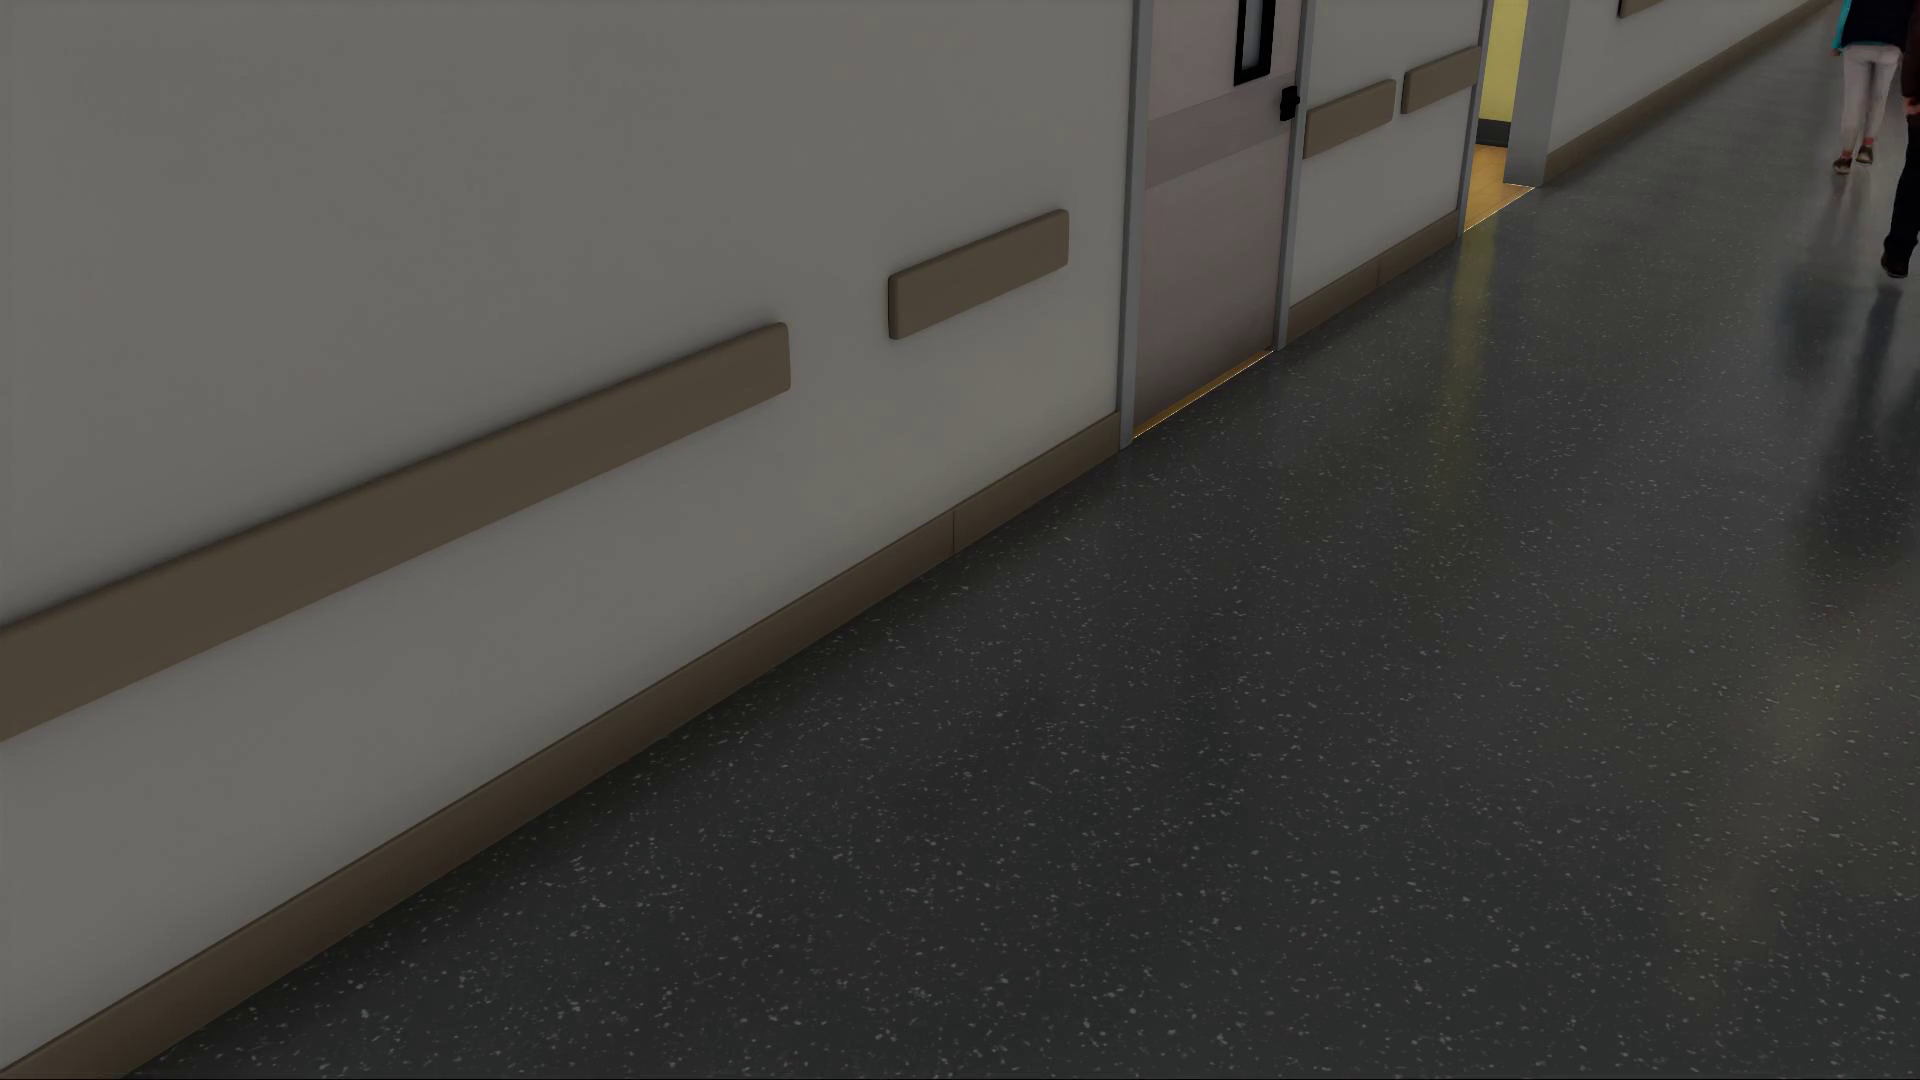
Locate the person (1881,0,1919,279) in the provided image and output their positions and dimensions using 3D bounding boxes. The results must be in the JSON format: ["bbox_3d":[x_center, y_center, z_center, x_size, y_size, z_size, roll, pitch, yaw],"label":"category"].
[{"bbox_3d":[4.504,-1.962,7.412,1.149,1.817,0.999,9,27,18],"label":"person"}]

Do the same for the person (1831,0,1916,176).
[{"bbox_3d":[5.341,-2.883,9.700,0.607,1.488,0.711,8,27,16],"label":"person"}]
